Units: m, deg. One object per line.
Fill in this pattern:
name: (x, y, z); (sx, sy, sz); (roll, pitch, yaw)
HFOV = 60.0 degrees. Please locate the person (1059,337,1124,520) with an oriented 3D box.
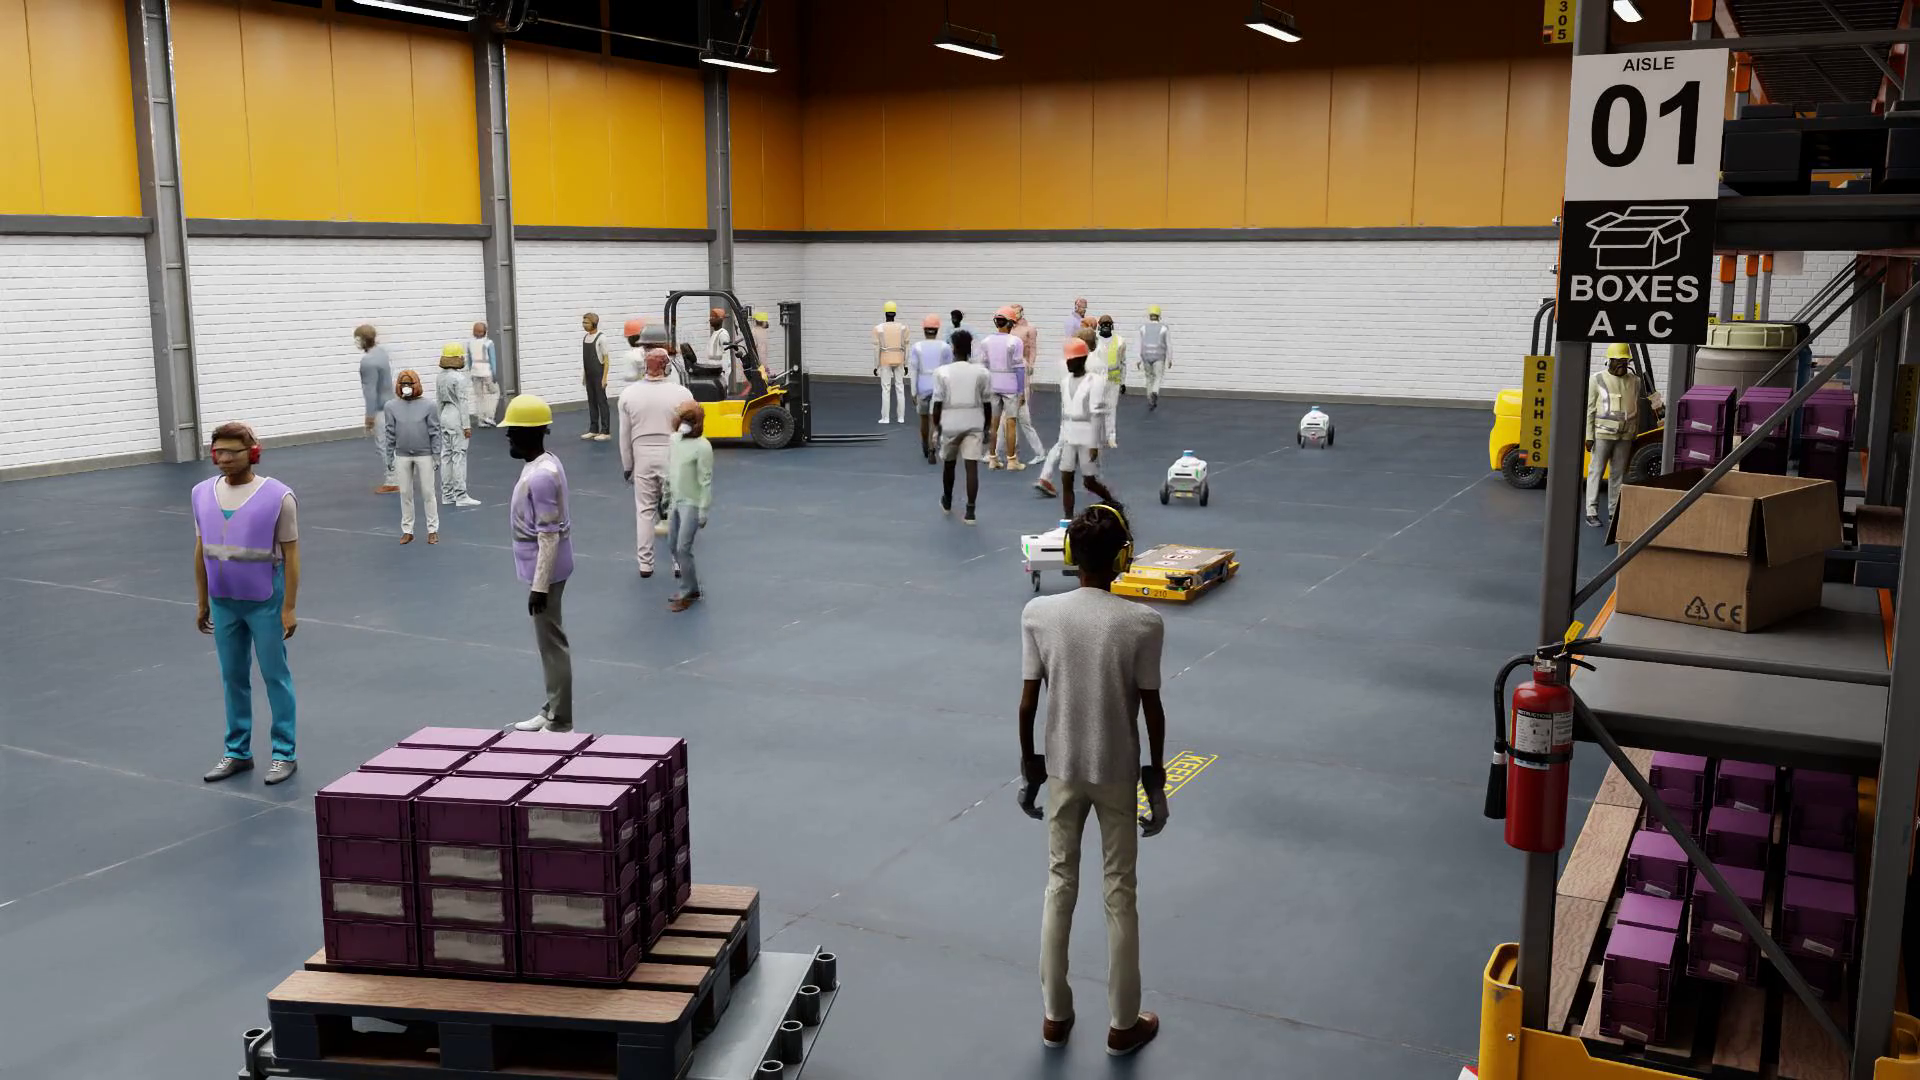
person: (1.194, -0.957, 15.659); (0.721, 1.910, 0.554); (-9, 13, -43)

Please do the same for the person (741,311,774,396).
person: (-3.354, -2.932, 27.606); (0.874, 1.730, 0.536); (-1, 10, -8)

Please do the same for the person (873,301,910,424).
person: (-1.085, -2.779, 26.149); (0.585, 1.928, 0.365); (-3, 10, -18)

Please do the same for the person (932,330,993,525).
person: (0.013, -1.151, 16.755); (0.630, 1.907, 1.007); (-1, 10, -5)

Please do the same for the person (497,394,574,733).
person: (-2.302, 0.166, 9.094); (0.374, 1.928, 0.584); (-3, 10, -14)

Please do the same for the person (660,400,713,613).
person: (-2.054, -0.258, 12.510); (0.371, 1.599, 0.591); (-8, 13, -39)

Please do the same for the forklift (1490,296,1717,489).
forklift: (7.296, -1.677, 18.993); (2.313, 2.155, 1.214); (5, 11, 27)

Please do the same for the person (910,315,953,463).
person: (-0.369, -1.950, 21.501); (0.546, 1.884, 1.009); (0, 10, 1)

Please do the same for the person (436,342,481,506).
person: (-5.375, -1.236, 17.747); (0.493, 1.743, 0.300); (8, 13, 39)

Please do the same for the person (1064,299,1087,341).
person: (2.064, -3.218, 28.769); (0.407, 1.902, 0.639); (6, 11, 30)

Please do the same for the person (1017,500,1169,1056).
person: (0.446, 0.799, 5.602); (0.523, 1.870, 0.317); (4, 10, 20)

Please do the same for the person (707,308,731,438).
person: (-3.514, -2.423, 24.210); (0.349, 1.884, 0.584); (-4, 11, -23)

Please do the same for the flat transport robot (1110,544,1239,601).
flat transport robot: (1.740, 0.243, 13.440); (0.652, 0.197, 1.431); (5, 11, 25)

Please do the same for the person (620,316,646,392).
person: (-3.424, -1.432, 18.151); (0.540, 2.008, 0.641); (8, 12, 38)

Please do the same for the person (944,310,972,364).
person: (-0.106, -3.260, 29.657); (0.769, 1.664, 0.543); (-8, 13, -39)

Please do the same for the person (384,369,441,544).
person: (-5.043, -0.763, 15.352); (0.501, 1.626, 0.282); (-1, 10, -4)

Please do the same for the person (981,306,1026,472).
person: (0.552, -1.857, 20.501); (0.605, 2.036, 0.383); (6, 12, 32)

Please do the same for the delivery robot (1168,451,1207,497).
delivery robot: (2.452, -0.719, 17.918); (0.477, 0.478, 0.707); (3, 10, 15)

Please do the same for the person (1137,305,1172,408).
person: (3.328, -3.136, 28.583); (0.614, 1.807, 0.672); (3, 10, 18)

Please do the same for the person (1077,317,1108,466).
person: (1.616, -1.856, 20.927); (0.343, 1.882, 0.585); (-6, 12, -32)

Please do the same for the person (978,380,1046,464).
person: (0.689, -1.738, 21.104); (0.889, 1.590, 0.510); (-3, 10, -19)

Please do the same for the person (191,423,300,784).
person: (-3.618, 0.316, 8.466); (0.566, 1.844, 0.387); (2, 10, 10)

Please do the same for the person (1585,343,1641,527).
person: (6.426, -1.043, 16.368); (0.591, 1.833, 0.403); (-2, 10, -11)

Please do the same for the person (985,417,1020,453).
person: (0.577, -1.963, 22.337); (0.558, 1.626, 0.346); (4, 10, 20)

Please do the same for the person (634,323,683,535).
person: (-2.869, -1.042, 15.760); (0.540, 2.000, 0.706); (-1, 10, -3)

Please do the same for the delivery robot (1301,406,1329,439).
delivery robot: (4.931, -1.612, 23.088); (0.477, 0.478, 0.707); (3, 10, 15)

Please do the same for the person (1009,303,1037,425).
person: (0.871, -2.761, 26.108); (0.636, 1.908, 0.404); (5, 11, 26)

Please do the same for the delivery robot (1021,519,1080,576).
delivery robot: (0.844, 0.080, 13.296); (0.707, 0.478, 0.477); (0, 10, -3)

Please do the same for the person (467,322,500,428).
person: (-7.315, -2.529, 25.534); (0.548, 1.625, 0.390); (4, 11, 23)

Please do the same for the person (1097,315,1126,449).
person: (1.981, -2.164, 22.833); (0.619, 1.845, 0.430); (-1, 10, -6)

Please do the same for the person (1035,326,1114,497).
person: (1.260, -1.409, 18.363); (1.026, 1.895, 0.639); (-7, 12, -36)

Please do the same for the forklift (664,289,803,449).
forklift: (-3.358, -2.392, 23.136); (2.313, 2.155, 1.214); (-1, 10, -5)

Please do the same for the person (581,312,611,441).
person: (-5.233, -2.341, 23.854); (0.508, 1.842, 0.332); (8, 13, 40)

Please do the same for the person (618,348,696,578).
person: (-2.480, -0.635, 13.795); (0.652, 1.906, 0.403); (0, 10, 2)

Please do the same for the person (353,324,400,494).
person: (-6.477, -1.442, 18.485); (0.433, 1.907, 0.657); (-2, 10, -12)
